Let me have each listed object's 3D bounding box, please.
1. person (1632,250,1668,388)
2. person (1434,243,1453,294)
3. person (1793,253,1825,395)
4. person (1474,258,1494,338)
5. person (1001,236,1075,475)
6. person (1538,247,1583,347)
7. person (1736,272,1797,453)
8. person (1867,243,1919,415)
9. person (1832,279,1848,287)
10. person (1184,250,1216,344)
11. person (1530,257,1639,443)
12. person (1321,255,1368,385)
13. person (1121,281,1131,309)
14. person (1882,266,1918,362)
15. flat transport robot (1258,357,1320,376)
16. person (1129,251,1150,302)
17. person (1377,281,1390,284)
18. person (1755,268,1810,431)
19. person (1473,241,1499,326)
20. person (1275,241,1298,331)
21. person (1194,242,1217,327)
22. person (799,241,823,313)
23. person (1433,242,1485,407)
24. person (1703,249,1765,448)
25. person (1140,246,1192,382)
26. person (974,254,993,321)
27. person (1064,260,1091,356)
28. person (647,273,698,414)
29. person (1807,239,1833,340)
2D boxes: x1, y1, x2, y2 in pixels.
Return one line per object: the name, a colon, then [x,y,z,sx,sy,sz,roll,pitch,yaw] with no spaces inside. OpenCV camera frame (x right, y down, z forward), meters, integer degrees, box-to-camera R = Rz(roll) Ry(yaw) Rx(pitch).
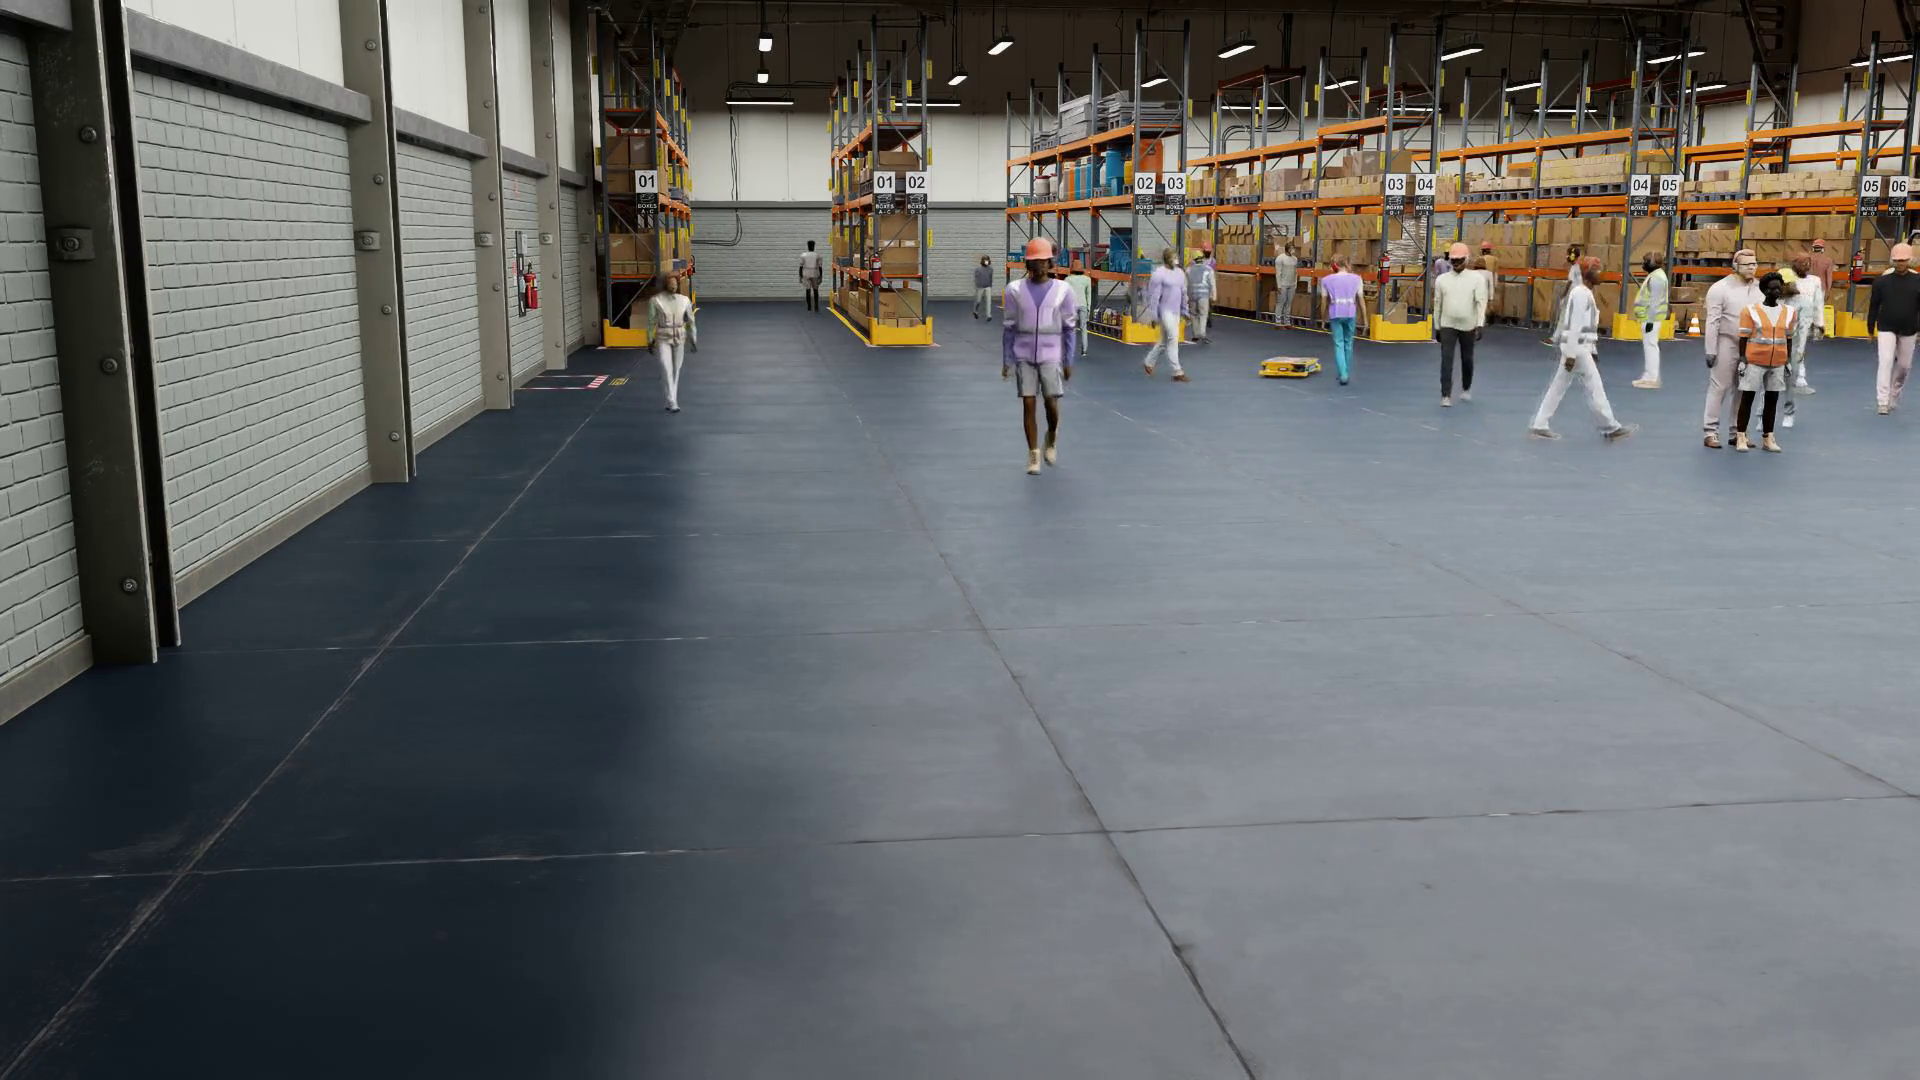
person: [9.287,-2.965,22.398,0.429,1.841,0.633,4,11,21]
person: [10.553,-5.475,36.004,0.595,1.901,0.812,2,11,10]
person: [10.937,-2.847,21.799,0.573,1.834,1.019,-2,11,-13]
person: [10.496,-4.884,33.578,0.515,1.603,0.794,4,11,21]
person: [0.664,-1.565,14.215,0.616,2.028,0.465,1,10,7]
person: [11.056,-4.396,30.293,0.957,1.827,0.516,5,11,25]
person: [7.586,-1.669,15.678,0.535,1.700,0.318,0,10,1]
person: [10.836,-2.446,19.232,0.618,1.964,0.891,5,11,24]
person: [19.575,-5.515,36.961,0.533,1.615,0.567,-1,10,-3]
person: [4.572,-4.653,31.848,0.637,1.781,0.862,3,11,18]
person: [6.194,-1.870,16.451,1.011,1.823,0.603,3,11,15]
person: [5.306,-3.045,23.014,0.643,1.790,0.913,0,10,0]
person: [4.554,-6.981,44.367,0.552,1.858,0.436,3,11,15]
person: [15.109,-3.757,26.759,0.590,1.833,0.404,-1,10,-4]
flat transport robot: [4.858,-2.556,24.458,0.652,0.197,1.431,4,11,21]
person: [4.311,-6.067,39.720,0.534,1.733,0.866,-3,11,-13]
person: [12.947,-8.210,50.985,0.422,1.897,0.688,0,10,0]
person: [8.685,-2.015,17.566,0.487,1.702,0.891,7,12,34]
person: [11.911,-5.804,37.715,0.576,1.926,0.449,-1,10,-4]
person: [7.081,-5.501,36.056,0.627,1.932,0.359,-7,13,-35]
person: [5.537,-5.780,37.638,0.547,1.918,0.807,-1,10,-5]
person: [-4.023,-7.092,44.814,0.632,1.914,0.990,-1,10,-8]
person: [6.036,-2.616,20.131,0.608,1.970,0.899,4,11,20]
person: [7.486,-1.832,16.007,0.652,1.906,0.403,-2,11,-12]
person: [2.902,-3.189,23.477,0.936,1.909,0.640,10,14,42]
person: [0.558,-6.100,40.225,0.500,1.607,0.718,-4,11,-21]
person: [2.003,-3.967,28.459,0.507,1.633,0.276,-3,11,-17]
person: [-3.284,-2.251,19.106,0.539,1.600,0.804,-6,12,-29]
person: [16.814,-4.918,32.711,0.610,1.986,0.401,7,13,34]
